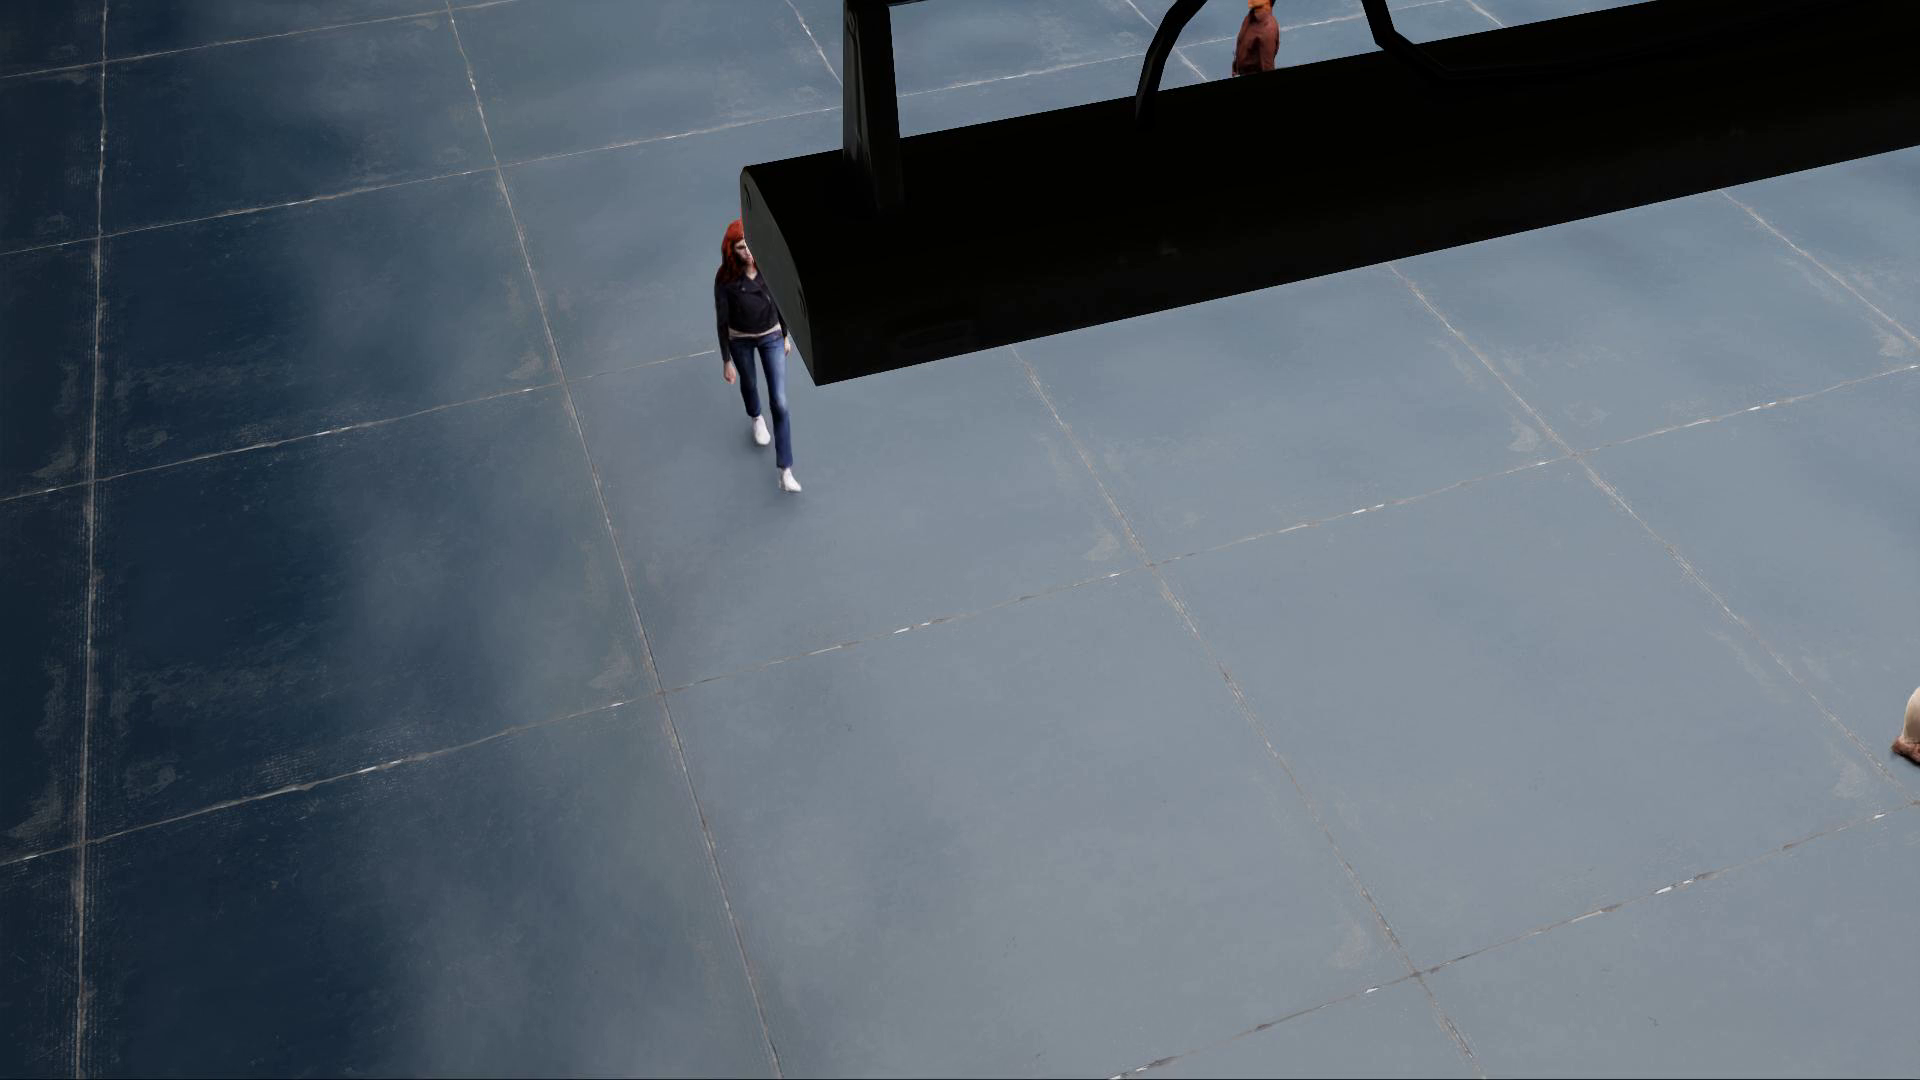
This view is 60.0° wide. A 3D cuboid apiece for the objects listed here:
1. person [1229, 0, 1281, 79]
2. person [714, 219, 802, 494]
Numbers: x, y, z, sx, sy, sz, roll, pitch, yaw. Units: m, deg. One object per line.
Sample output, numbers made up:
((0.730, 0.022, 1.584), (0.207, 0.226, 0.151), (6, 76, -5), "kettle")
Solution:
((2.270, -3.401, 12.498), (0.809, 1.768, 0.709), (-3, 43, -3), "person")
((-1.271, -1.212, 10.178), (0.657, 1.736, 1.183), (-11, 44, -12), "person")
